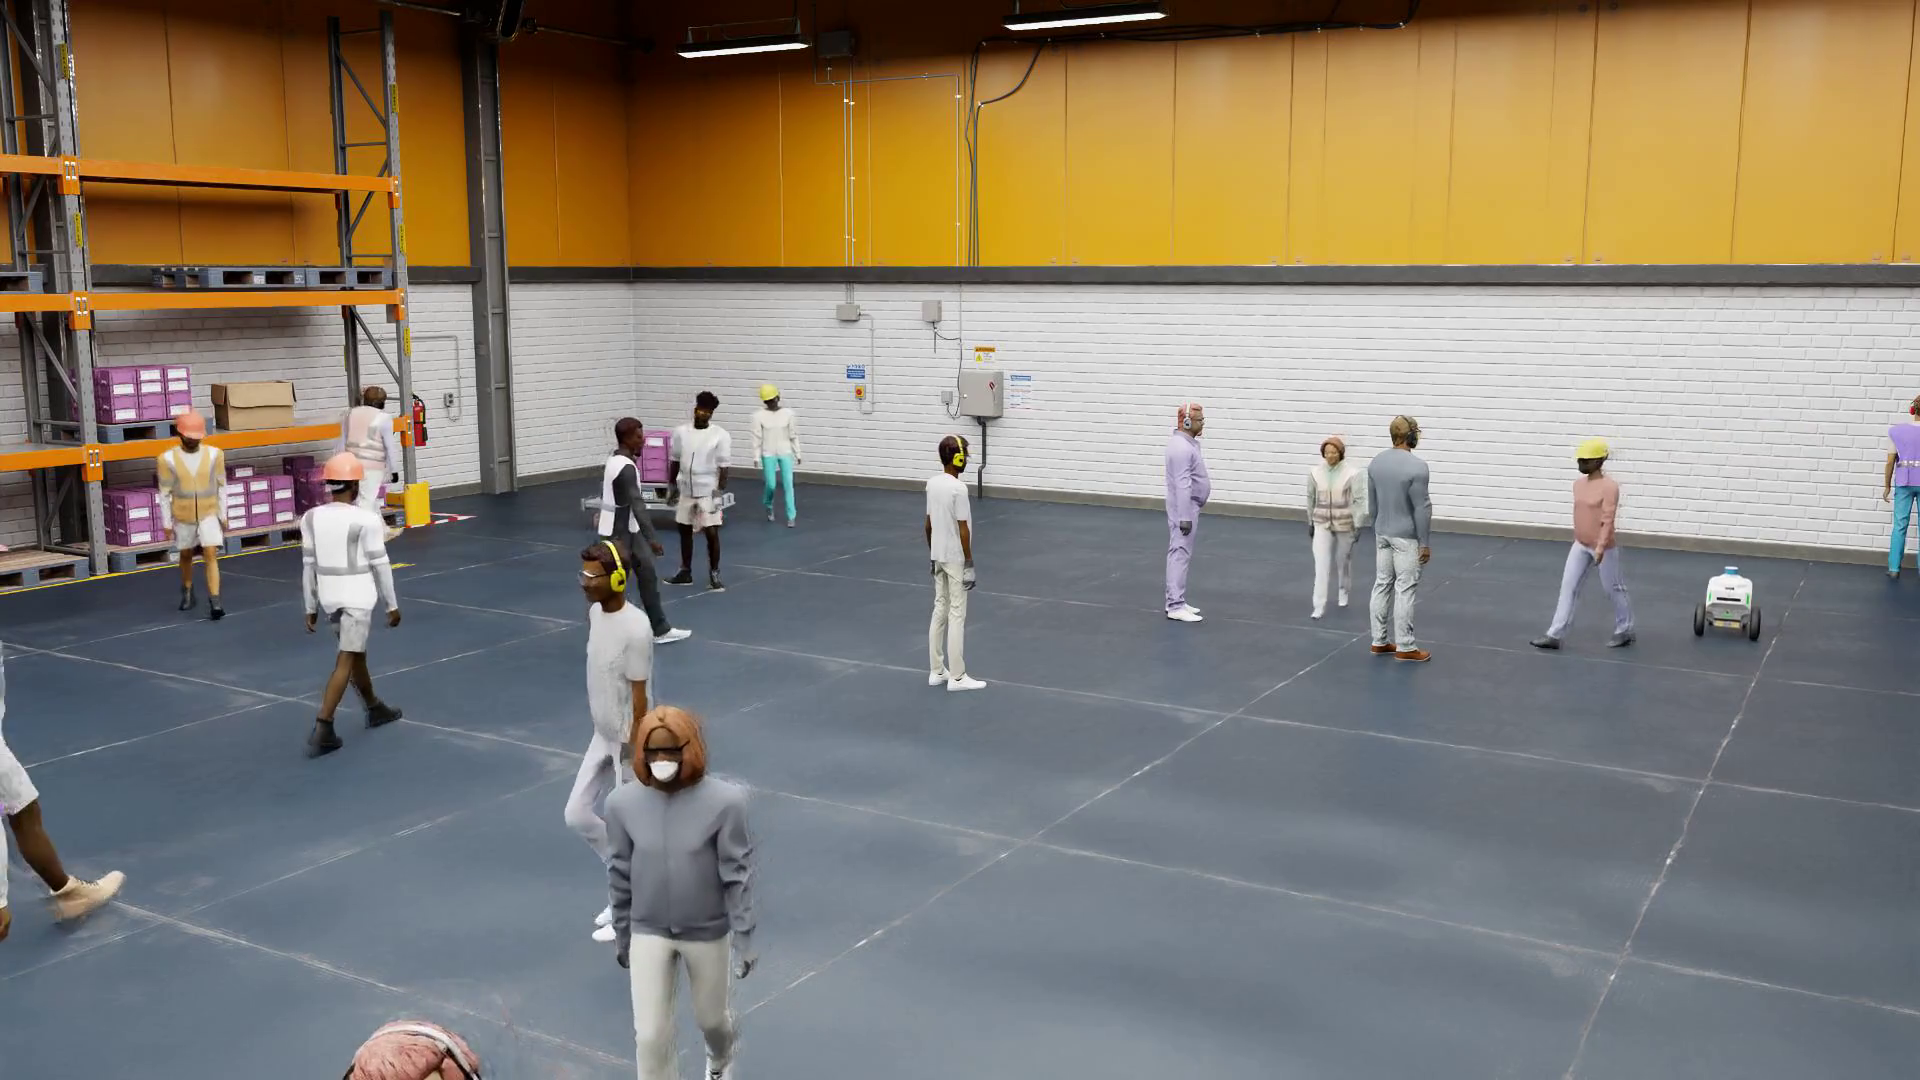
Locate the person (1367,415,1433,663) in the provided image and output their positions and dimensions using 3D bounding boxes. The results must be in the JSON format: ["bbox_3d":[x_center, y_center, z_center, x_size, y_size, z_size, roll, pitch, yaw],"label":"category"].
[{"bbox_3d":[3.445,-0.011,13.012,0.372,1.940,0.632,-5,10,-28],"label":"person"}]

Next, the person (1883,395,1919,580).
[{"bbox_3d":[9.459,-0.517,16.450,0.570,1.844,0.379,5,10,29],"label":"person"}]

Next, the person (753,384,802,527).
[{"bbox_3d":[-2.213,-1.030,20.031,0.587,1.723,0.617,-2,9,-14],"label":"person"}]

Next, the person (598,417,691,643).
[{"bbox_3d":[-2.564,-0.042,13.373,0.898,1.881,0.592,-2,9,-13],"label":"person"}]

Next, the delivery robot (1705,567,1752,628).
[{"bbox_3d":[6.488,0.470,14.022,0.477,0.478,0.707,4,10,25],"label":"delivery robot"}]

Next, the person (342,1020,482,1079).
[{"bbox_3d":[-0.840,1.683,2.709,0.647,1.849,1.027,0,9,2],"label":"person"}]

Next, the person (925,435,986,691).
[{"bbox_3d":[-0.050,0.164,12.143,0.329,1.868,0.512,-6,11,-35],"label":"person"}]

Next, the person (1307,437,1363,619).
[{"bbox_3d":[3.364,-0.136,14.898,0.521,1.590,0.902,4,10,24],"label":"person"}]

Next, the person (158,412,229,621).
[{"bbox_3d":[-6.748,-0.218,14.670,0.558,1.822,1.143,-5,10,-27],"label":"person"}]

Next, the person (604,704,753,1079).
[{"bbox_3d":[-0.947,1.328,5.717,0.505,1.617,0.726,0,9,0],"label":"person"}]

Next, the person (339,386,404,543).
[{"bbox_3d":[-6.500,-0.789,18.323,0.652,1.784,0.977,4,10,22],"label":"person"}]

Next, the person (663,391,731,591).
[{"bbox_3d":[-2.556,-0.469,15.969,0.793,1.930,0.360,3,10,20],"label":"person"}]

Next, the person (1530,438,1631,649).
[{"bbox_3d":[5.081,0.040,13.370,0.903,1.719,0.533,-4,10,-22],"label":"person"}]

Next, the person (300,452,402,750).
[{"bbox_3d":[-3.965,0.380,10.750,0.561,1.892,1.009,3,10,17],"label":"person"}]

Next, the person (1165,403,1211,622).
[{"bbox_3d":[1.996,-0.250,14.600,0.401,1.906,0.651,1,9,6],"label":"person"}]

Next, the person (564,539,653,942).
[{"bbox_3d":[-1.575,0.912,7.515,0.397,1.852,0.561,-7,12,-38],"label":"person"}]

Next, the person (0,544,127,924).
[{"bbox_3d":[-4.358,0.855,7.439,0.630,1.984,1.031,6,11,33],"label":"person"}]
